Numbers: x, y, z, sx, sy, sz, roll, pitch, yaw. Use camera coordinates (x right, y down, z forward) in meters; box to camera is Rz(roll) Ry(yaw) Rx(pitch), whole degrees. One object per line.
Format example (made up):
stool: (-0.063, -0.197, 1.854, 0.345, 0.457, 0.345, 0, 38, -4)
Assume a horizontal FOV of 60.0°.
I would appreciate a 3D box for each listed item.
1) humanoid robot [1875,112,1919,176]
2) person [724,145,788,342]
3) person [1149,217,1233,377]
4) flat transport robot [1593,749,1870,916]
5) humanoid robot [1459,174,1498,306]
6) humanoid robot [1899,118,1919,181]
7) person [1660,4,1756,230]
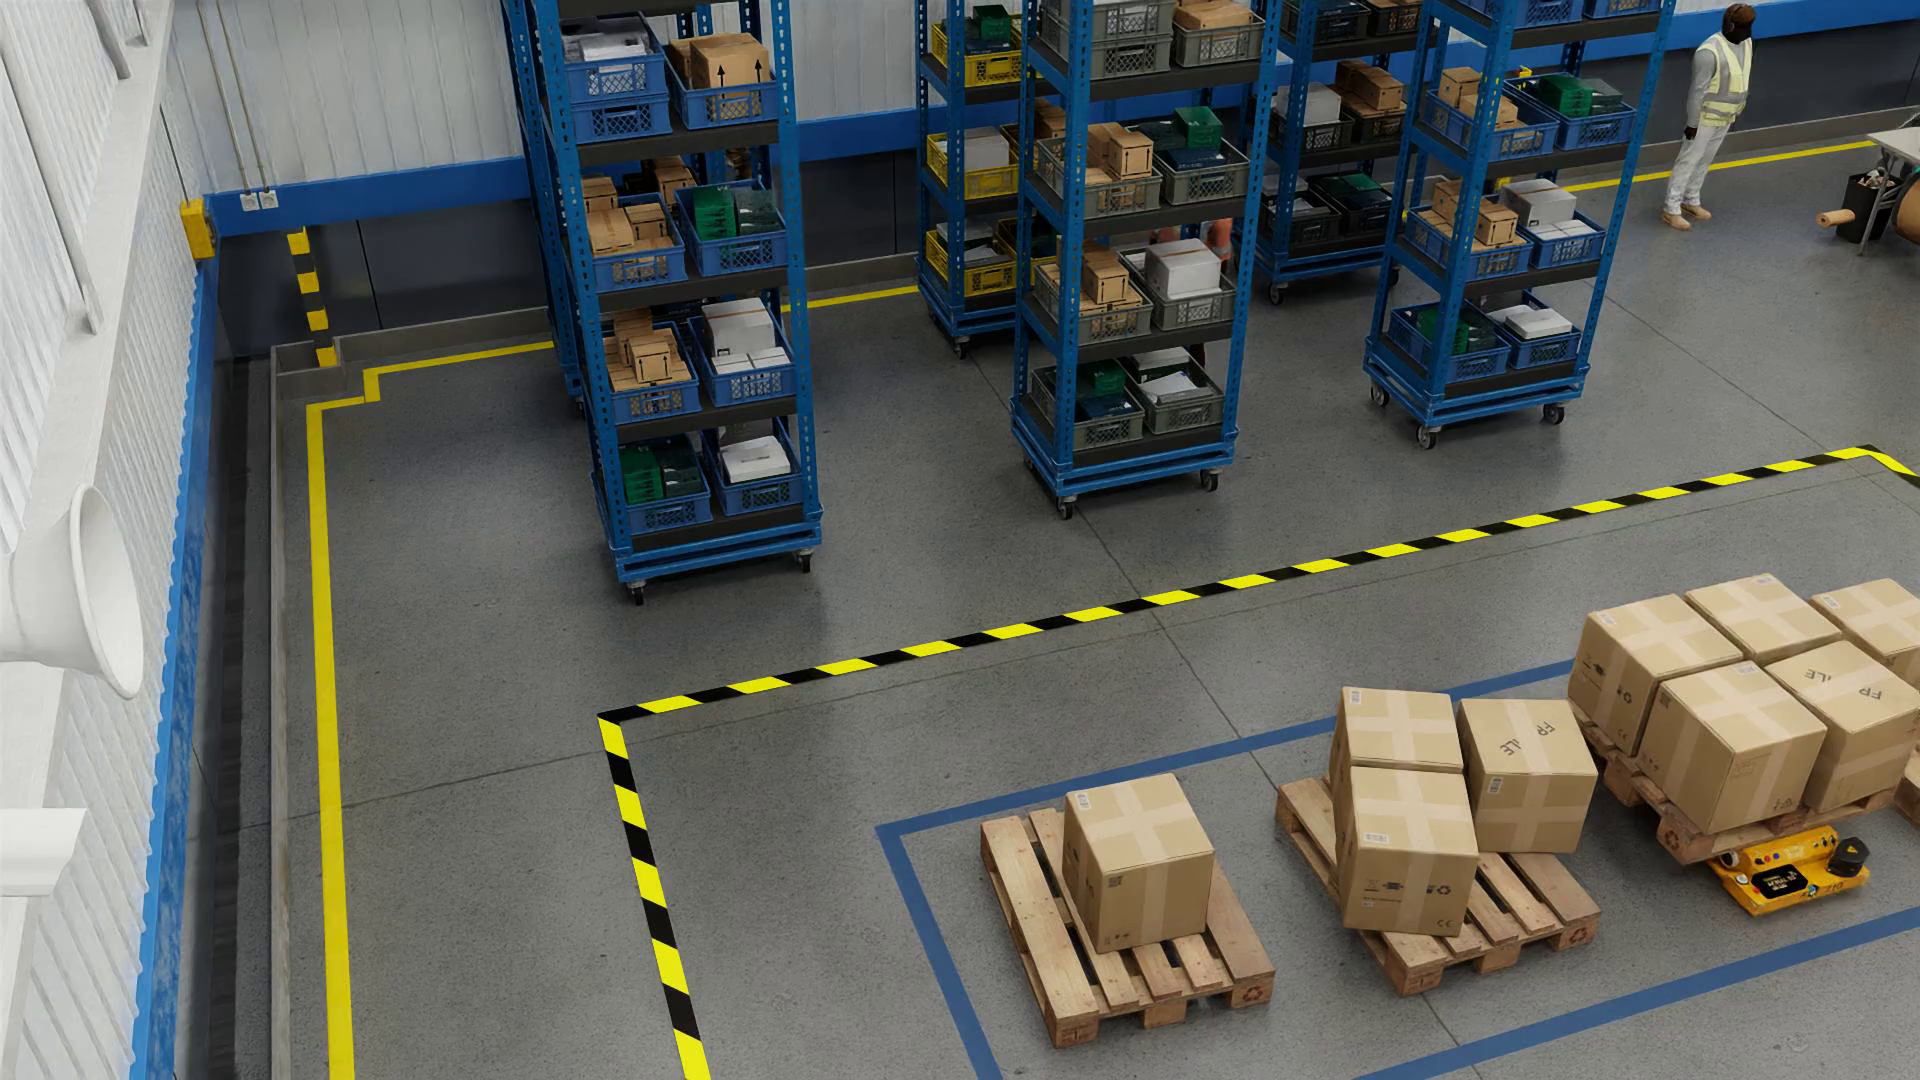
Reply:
humanoid robot: (7.934, -3.395, 13.643, 0.855, 1.782, 0.538, -2, 35, -3)
person: (-1.377, -1.859, 11.243, 0.371, 1.940, 0.627, -10, 36, -13)
person: (1.468, -1.678, 10.966, 0.604, 1.962, 0.374, 28, 44, 34)
flat transport robot: (3.759, 1.223, 8.298, 0.652, 0.197, 1.431, -11, 37, -15)
humanoid robot: (3.741, -2.320, 12.118, 0.357, 1.645, 0.609, -2, 35, -3)
humanoid robot: (8.239, -3.539, 13.892, 0.642, 1.641, 0.632, 24, 42, 30)
person: (6.155, -3.466, 13.605, 0.632, 1.841, 0.429, -24, 42, -30)
